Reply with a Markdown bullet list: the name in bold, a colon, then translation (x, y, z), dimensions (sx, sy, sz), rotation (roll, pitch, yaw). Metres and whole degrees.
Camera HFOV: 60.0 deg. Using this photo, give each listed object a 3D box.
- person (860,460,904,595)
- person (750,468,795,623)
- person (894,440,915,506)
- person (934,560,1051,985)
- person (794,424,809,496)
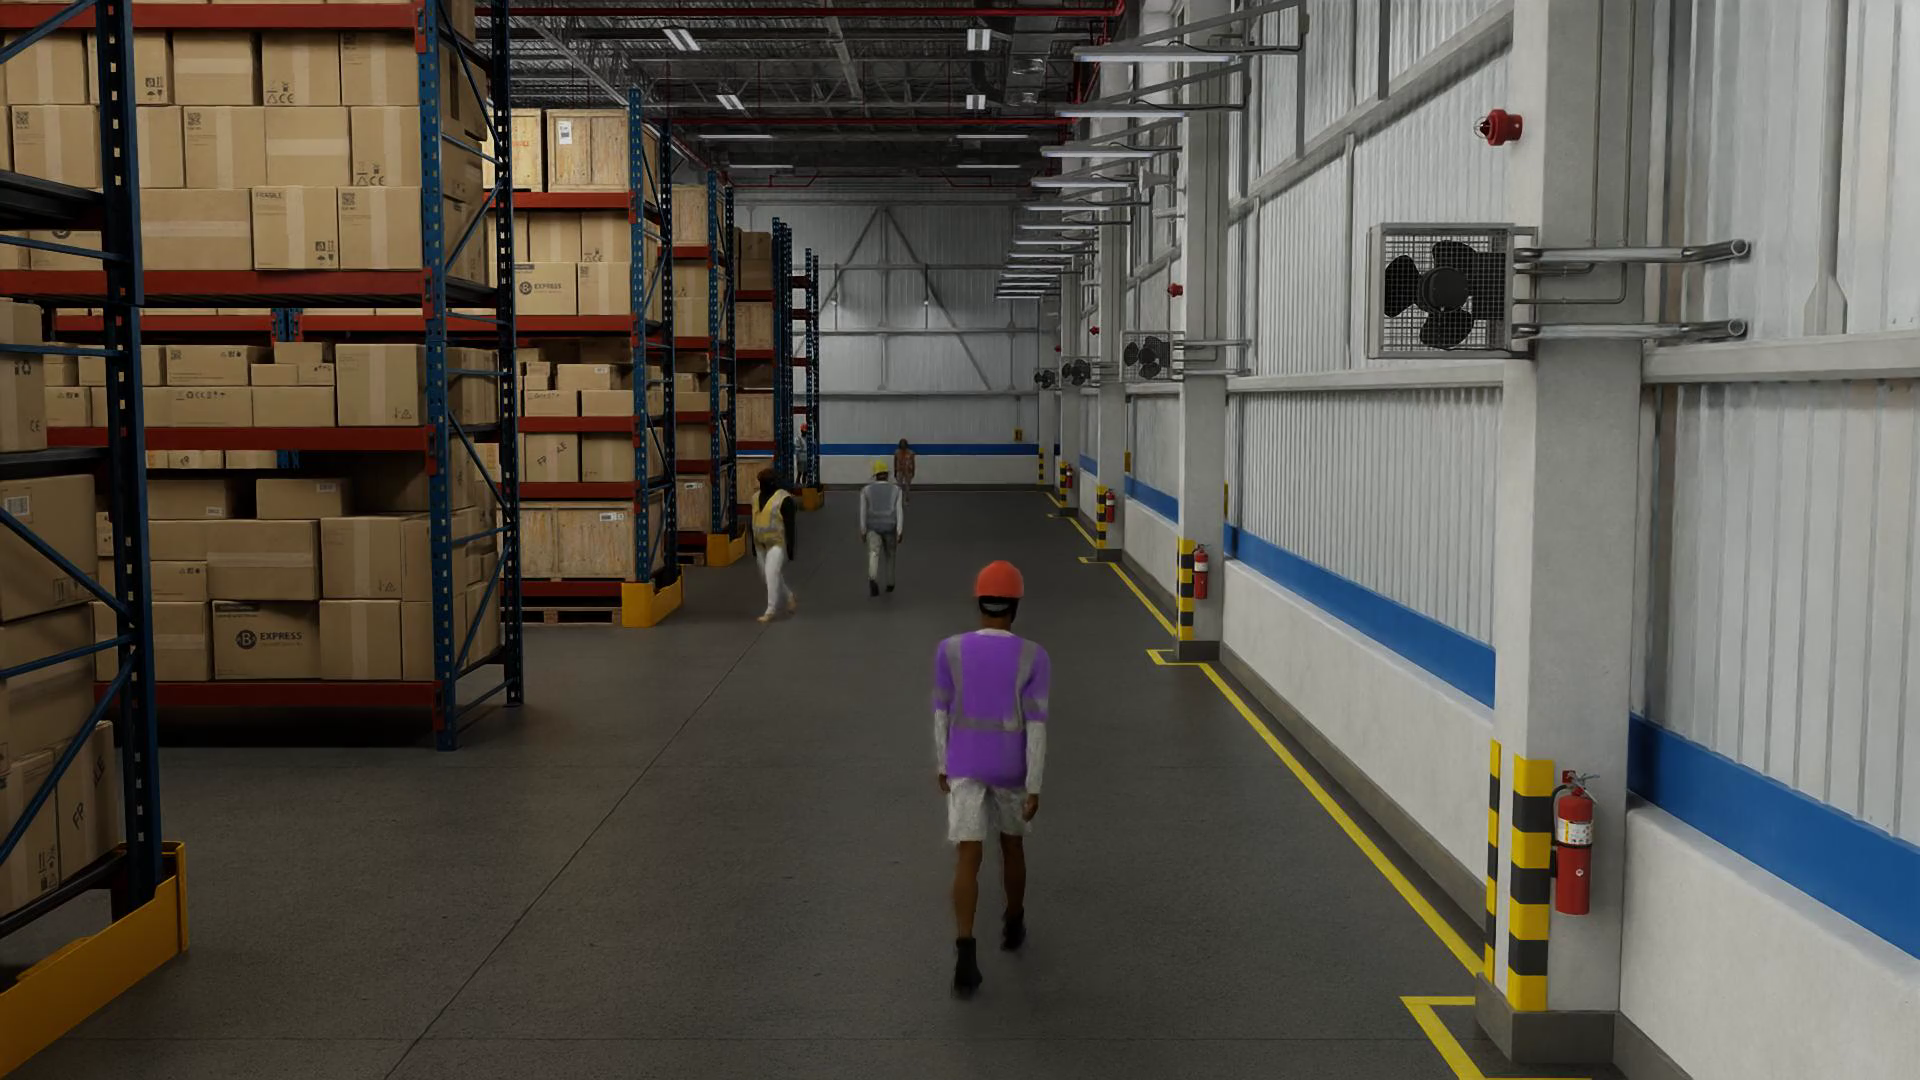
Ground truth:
- **person**: translation (-1.045, -0.165, 22.106), dimensions (0.592, 1.802, 0.847), rotation (0, 5, 4)
- **person**: translation (-2.158, 0.048, 19.562), dimensions (0.650, 1.815, 0.706), rotation (4, 6, 36)
- **person**: translation (-1.350, -1.598, 39.852), dimensions (0.534, 1.599, 0.822), rotation (1, 5, 7)
- **person**: translation (0.138, 1.040, 7.591), dimensions (0.546, 1.891, 0.970), rotation (1, 5, 8)
- **person**: translation (-4.150, -2.132, 44.237), dimensions (0.374, 1.929, 0.542), rotation (4, 6, 36)
